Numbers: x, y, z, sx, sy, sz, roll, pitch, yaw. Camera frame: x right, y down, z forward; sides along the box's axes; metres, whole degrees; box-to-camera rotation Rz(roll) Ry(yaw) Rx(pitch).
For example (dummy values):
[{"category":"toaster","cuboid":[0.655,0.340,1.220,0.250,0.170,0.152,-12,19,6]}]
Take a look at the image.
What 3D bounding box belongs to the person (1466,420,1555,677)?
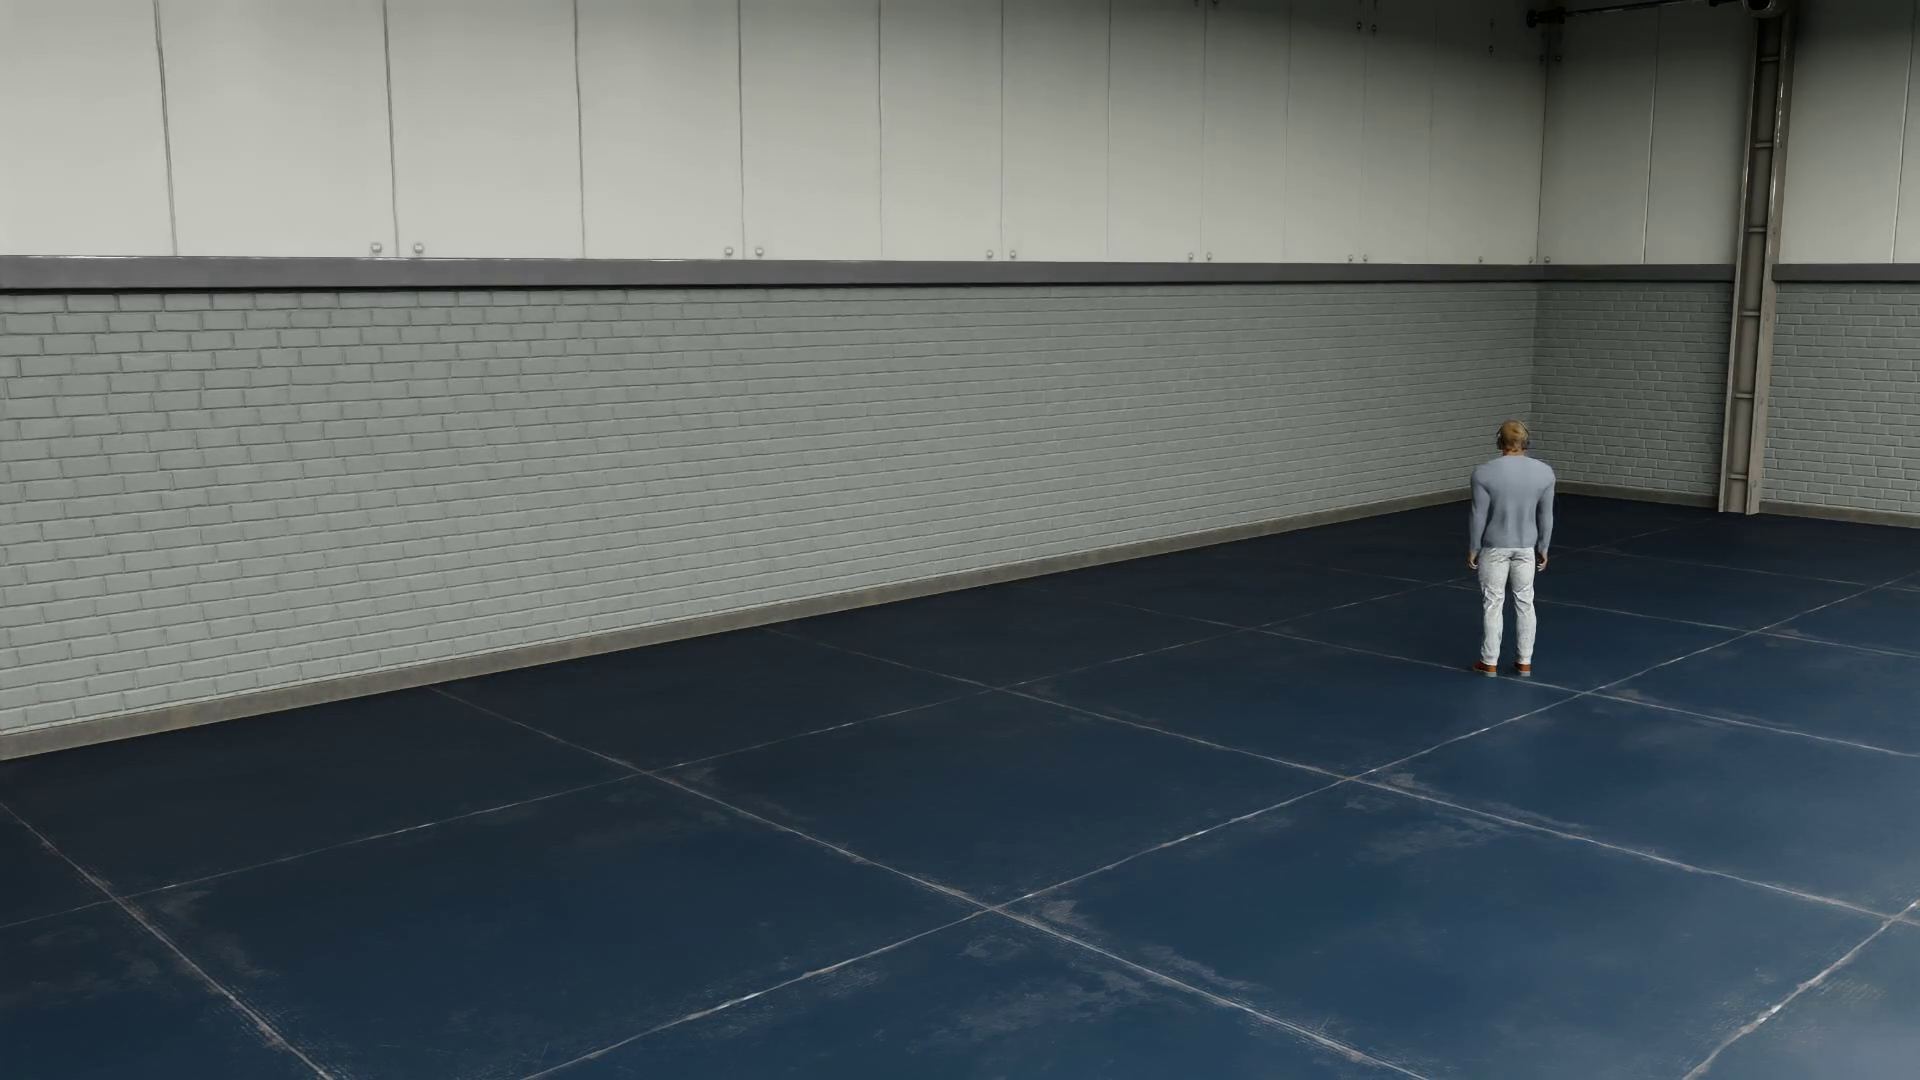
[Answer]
[{"category":"person","cuboid":[4.112,0.067,12.472,0.636,1.936,0.355,0,9,-1]}]
